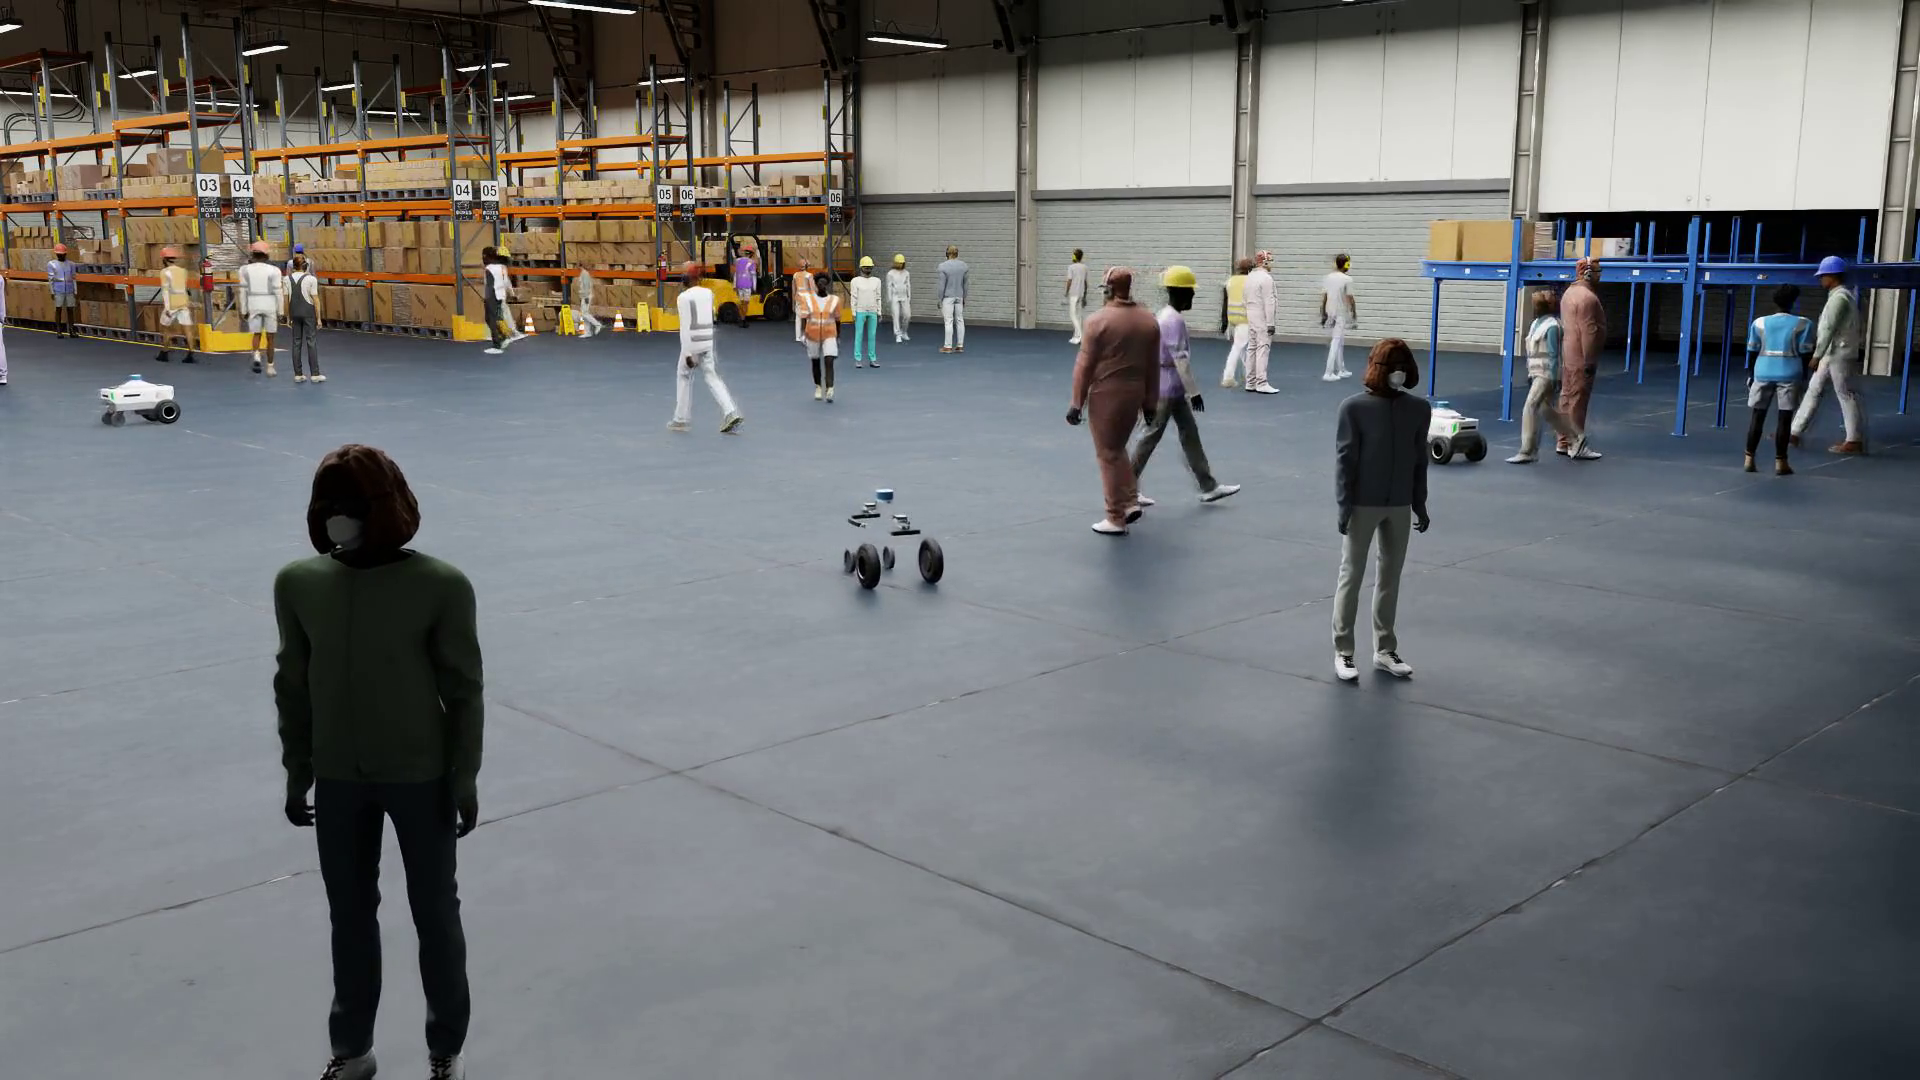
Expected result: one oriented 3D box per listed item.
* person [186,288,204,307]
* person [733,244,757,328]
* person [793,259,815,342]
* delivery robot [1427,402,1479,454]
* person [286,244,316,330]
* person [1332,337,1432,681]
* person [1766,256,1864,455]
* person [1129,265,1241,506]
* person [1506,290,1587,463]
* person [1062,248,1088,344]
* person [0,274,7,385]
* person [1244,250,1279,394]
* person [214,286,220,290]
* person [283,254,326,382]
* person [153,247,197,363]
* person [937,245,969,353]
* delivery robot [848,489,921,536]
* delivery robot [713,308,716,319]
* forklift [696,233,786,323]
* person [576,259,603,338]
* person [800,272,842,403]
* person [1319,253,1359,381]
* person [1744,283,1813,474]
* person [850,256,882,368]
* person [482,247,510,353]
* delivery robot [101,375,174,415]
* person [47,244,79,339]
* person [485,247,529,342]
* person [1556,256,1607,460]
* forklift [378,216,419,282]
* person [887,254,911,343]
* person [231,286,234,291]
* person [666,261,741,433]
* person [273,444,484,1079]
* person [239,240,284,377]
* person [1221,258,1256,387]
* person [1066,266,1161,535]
[{"bbox_3d":[-17.909,-5.945,39.131,0.628,1.802,0.946,-7,13,-35],"label":"person"},{"bbox_3d":[-4.903,-5.832,38.223,0.591,1.894,0.492,6,12,32],"label":"person"},{"bbox_3d":[-3.093,-4.742,32.980,0.521,1.638,0.311,7,13,34],"label":"person"},{"bbox_3d":[4.572,-1.070,15.776,0.477,0.478,0.707,-5,11,-26],"label":"delivery robot"},{"bbox_3d":[-14.817,-5.670,37.326,0.641,1.893,0.980,-10,14,-42],"label":"person"},{"bbox_3d":[2.018,-0.151,7.960,0.500,1.634,0.286,-3,11,-16],"label":"person"},{"bbox_3d":[8.404,-1.795,16.199,0.952,1.896,0.618,4,11,22],"label":"person"},{"bbox_3d":[1.696,-1.198,13.021,1.002,1.873,0.594,1,10,6],"label":"person"},{"bbox_3d":[5.526,-1.525,15.552,0.724,1.615,0.522,1,10,3],"label":"person"},{"bbox_3d":[2.282,-4.795,32.761,0.551,1.902,0.496,-9,14,-41],"label":"person"},{"bbox_3d":[-13.773,-3.123,23.426,0.409,1.909,0.640,5,12,26],"label":"person"},{"bbox_3d":[4.080,-2.943,22.441,0.410,1.909,0.643,-3,11,-18],"label":"person"},{"bbox_3d":[-21.278,-7.451,47.270,0.624,1.815,0.846,0,10,-2],"label":"person"},{"bbox_3d":[-9.499,-3.211,24.069,0.520,1.844,0.331,1,10,4],"label":"person"},{"bbox_3d":[-13.153,-3.909,27.732,0.922,1.899,0.567,5,12,26],"label":"person"},{"bbox_3d":[-0.140,-4.349,30.023,0.632,1.939,0.368,-7,12,-33],"label":"person"},{"bbox_3d":[-0.462,-0.196,10.302,0.335,0.223,0.698,-5,11,-24],"label":"delivery robot"},{"bbox_3d":[-6.174,-5.436,39.585,0.707,0.478,0.477,6,12,29],"label":"delivery robot"},{"bbox_3d":[-5.496,-6.489,41.108,2.313,2.155,1.214,-10,14,-44],"label":"forklift"},{"bbox_3d":[-7.718,-5.001,34.438,0.435,1.622,0.515,-4,11,-18],"label":"person"},{"bbox_3d":[-1.772,-2.595,21.250,0.531,1.652,0.887,0,10,-2],"label":"person"},{"bbox_3d":[5.628,-3.264,24.355,0.797,1.840,0.564,-7,12,-32],"label":"person"},{"bbox_3d":[7.310,-1.445,14.869,0.540,1.691,0.315,9,14,40],"label":"person"},{"bbox_3d":[-1.501,-3.658,26.717,0.532,1.771,0.307,-5,11,-24],"label":"person"},{"bbox_3d":[-8.432,-4.326,29.994,0.456,1.901,0.615,0,10,1],"label":"person"},{"bbox_3d":[-9.296,-1.623,18.794,0.477,0.478,0.707,10,14,42],"label":"delivery robot"},{"bbox_3d":[-18.524,-5.146,34.390,0.542,1.931,0.375,-10,14,-44],"label":"person"},{"bbox_3d":[-9.094,-4.897,33.181,0.964,1.874,0.599,0,10,-2],"label":"person"},{"bbox_3d":[5.958,-1.745,15.909,0.409,1.909,0.640,0,10,2],"label":"person"},{"bbox_3d":[-17.868,-9.201,54.028,1.873,2.768,1.129,-10,14,-44],"label":"forklift"},{"bbox_3d":[-1.196,-4.806,33.064,0.506,1.739,0.378,-5,11,-24],"label":"person"},{"bbox_3d":[-20.679,-7.499,47.573,0.543,1.797,0.680,8,13,36],"label":"person"},{"bbox_3d":[-2.790,-2.077,17.911,0.949,1.851,0.571,7,13,35],"label":"person"},{"bbox_3d":[-1.383,0.578,3.986,0.501,1.633,0.282,1,10,5],"label":"person"},{"bbox_3d":[-10.449,-3.465,24.931,0.627,2.032,0.471,-2,11,-9],"label":"person"},{"bbox_3d":[4.026,-3.060,23.403,0.999,1.782,0.627,-7,13,-35],"label":"person"},{"bbox_3d":[1.075,-0.983,11.812,0.649,1.889,0.445,-9,14,-40],"label":"person"}]
